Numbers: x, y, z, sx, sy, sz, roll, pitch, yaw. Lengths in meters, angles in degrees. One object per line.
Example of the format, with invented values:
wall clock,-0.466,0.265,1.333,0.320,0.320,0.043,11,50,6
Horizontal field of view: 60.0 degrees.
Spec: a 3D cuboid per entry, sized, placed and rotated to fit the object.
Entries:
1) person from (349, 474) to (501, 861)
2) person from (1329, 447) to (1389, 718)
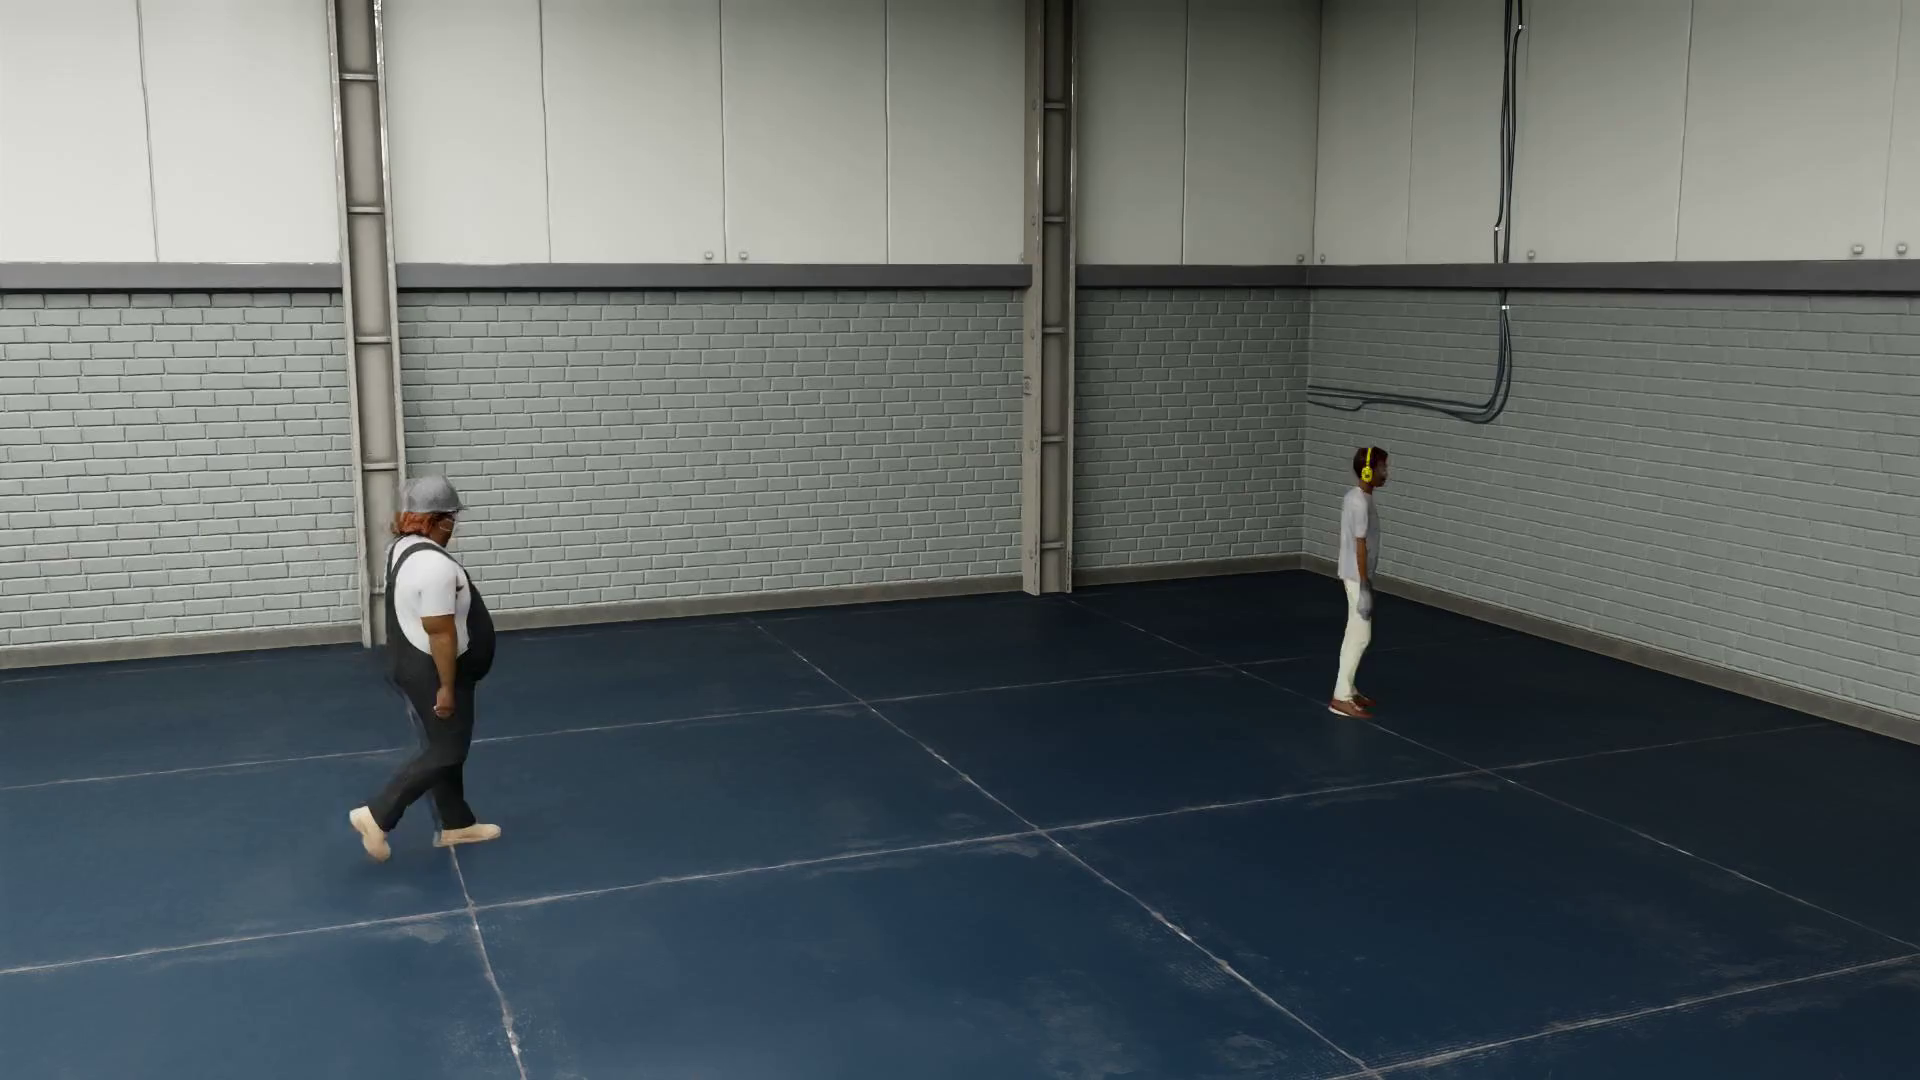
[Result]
person,-2.788,0.655,8.603,0.770,2.000,0.694,-6,11,-33
person,2.761,0.282,11.538,0.384,1.863,0.592,1,9,7
